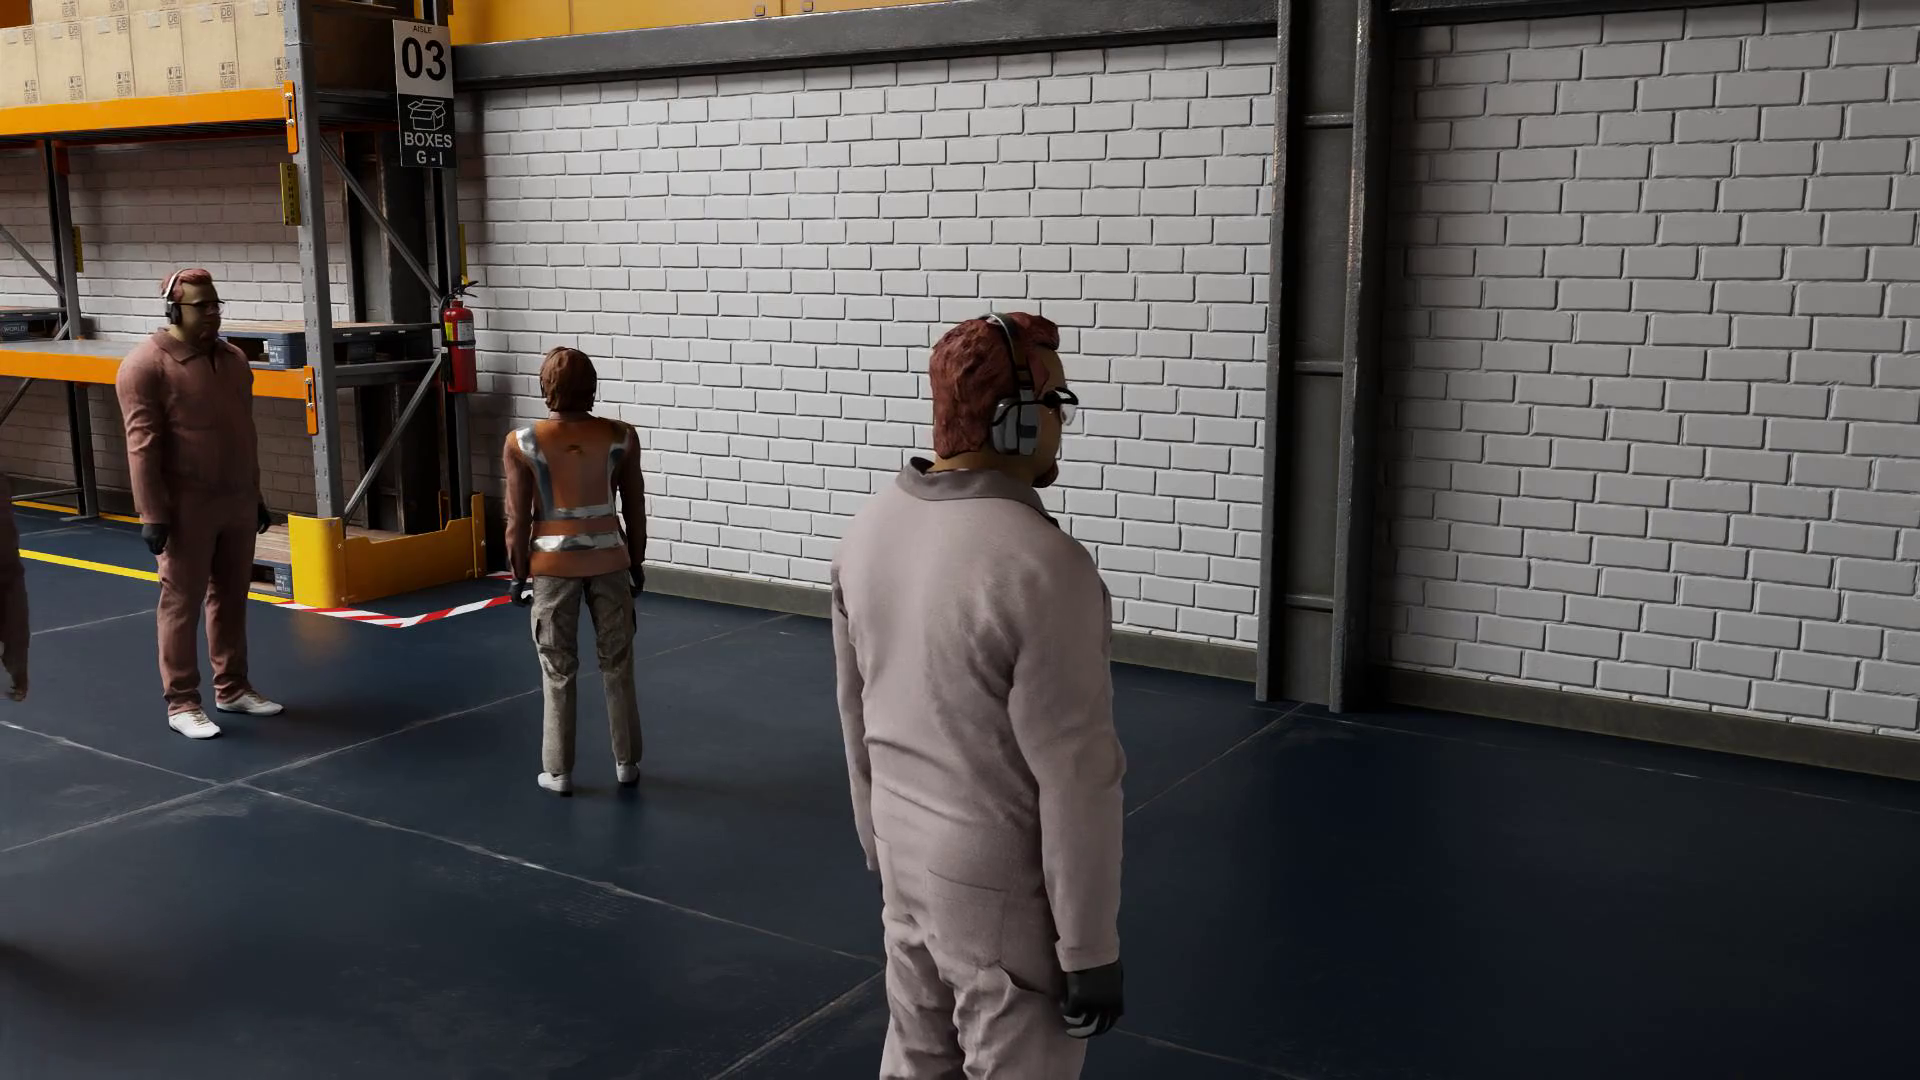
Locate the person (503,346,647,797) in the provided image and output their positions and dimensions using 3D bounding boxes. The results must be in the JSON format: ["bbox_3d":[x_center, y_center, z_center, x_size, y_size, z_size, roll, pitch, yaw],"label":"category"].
[{"bbox_3d":[-1.392,0.120,6.071,0.514,1.642,0.310,-4,11,-23],"label":"person"}]

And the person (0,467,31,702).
[{"bbox_3d":[-2.863,0.327,4.586,0.544,1.754,0.364,-6,12,-29],"label":"person"}]

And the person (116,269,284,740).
[{"bbox_3d":[-3.096,-0.154,6.856,0.405,1.906,0.653,4,11,19],"label":"person"}]

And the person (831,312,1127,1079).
[{"bbox_3d":[0.064,0.574,2.819,0.409,1.906,0.652,-7,13,-35],"label":"person"}]
